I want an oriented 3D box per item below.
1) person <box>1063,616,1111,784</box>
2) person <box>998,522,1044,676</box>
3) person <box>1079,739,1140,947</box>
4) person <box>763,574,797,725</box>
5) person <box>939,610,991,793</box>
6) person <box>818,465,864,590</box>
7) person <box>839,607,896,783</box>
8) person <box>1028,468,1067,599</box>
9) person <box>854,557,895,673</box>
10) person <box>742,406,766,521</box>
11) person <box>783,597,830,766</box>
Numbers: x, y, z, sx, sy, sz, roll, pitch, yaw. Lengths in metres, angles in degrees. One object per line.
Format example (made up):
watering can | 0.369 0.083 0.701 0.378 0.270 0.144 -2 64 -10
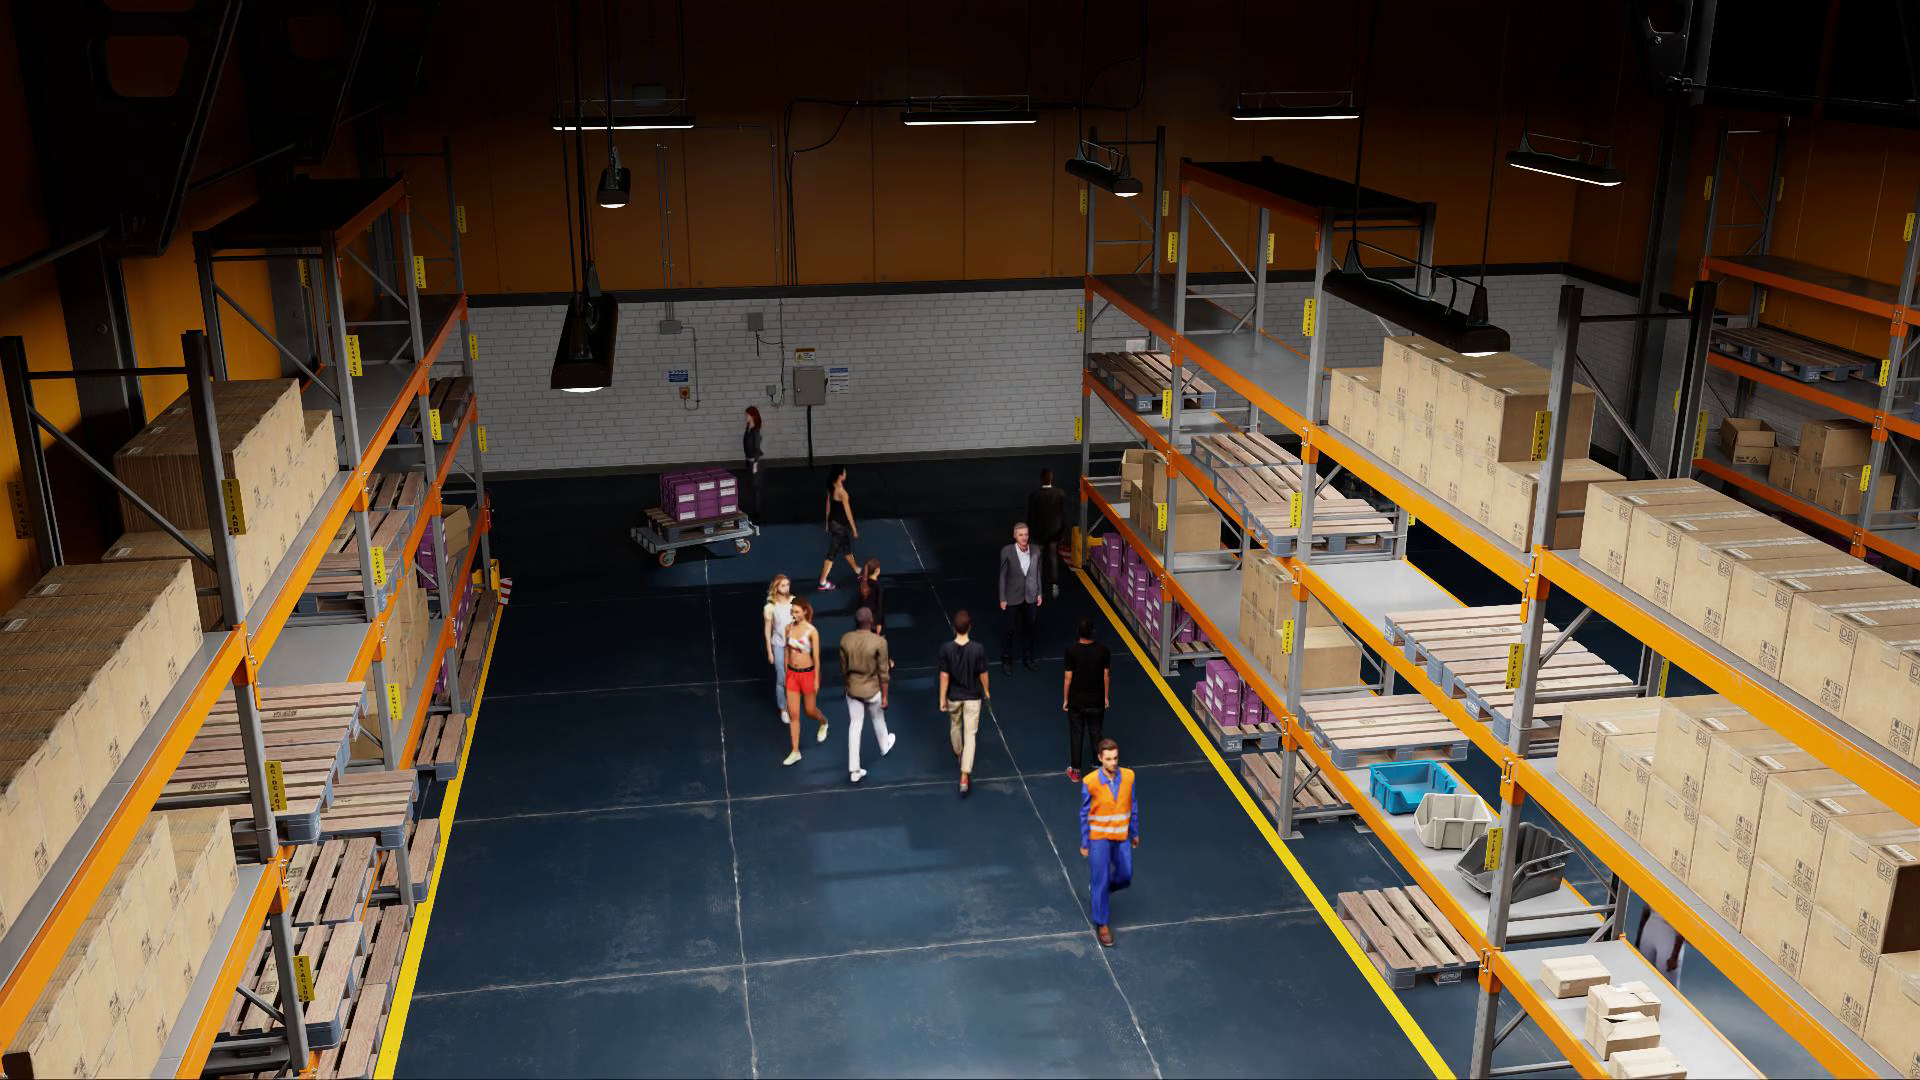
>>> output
person | 1.279 1.614 16.891 0.638 1.755 0.545 -2 19 -5
person | 0.711 0.657 19.599 0.765 1.842 0.673 -7 20 -20
person | 1.225 2.497 14.116 0.778 1.855 0.874 -7 20 -19
person | -1.960 1.167 18.283 0.764 1.716 0.796 -14 23 -35
person | 0.045 1.645 16.710 0.906 1.812 1.262 3 19 8
person | -1.710 -0.136 22.184 0.952 1.695 1.097 -13 22 -33
person | -1.005 1.595 16.900 1.066 1.786 1.267 6 19 17
person | 1.163 -0.049 21.783 0.683 1.787 0.850 -4 19 -11
person | -1.090 1.001 19.117 0.995 1.498 1.177 10 21 27
person | -3.038 -1.163 25.110 0.728 1.774 0.593 -9 21 -24
person | -1.617 1.432 17.411 0.955 1.770 1.089 8 20 23
